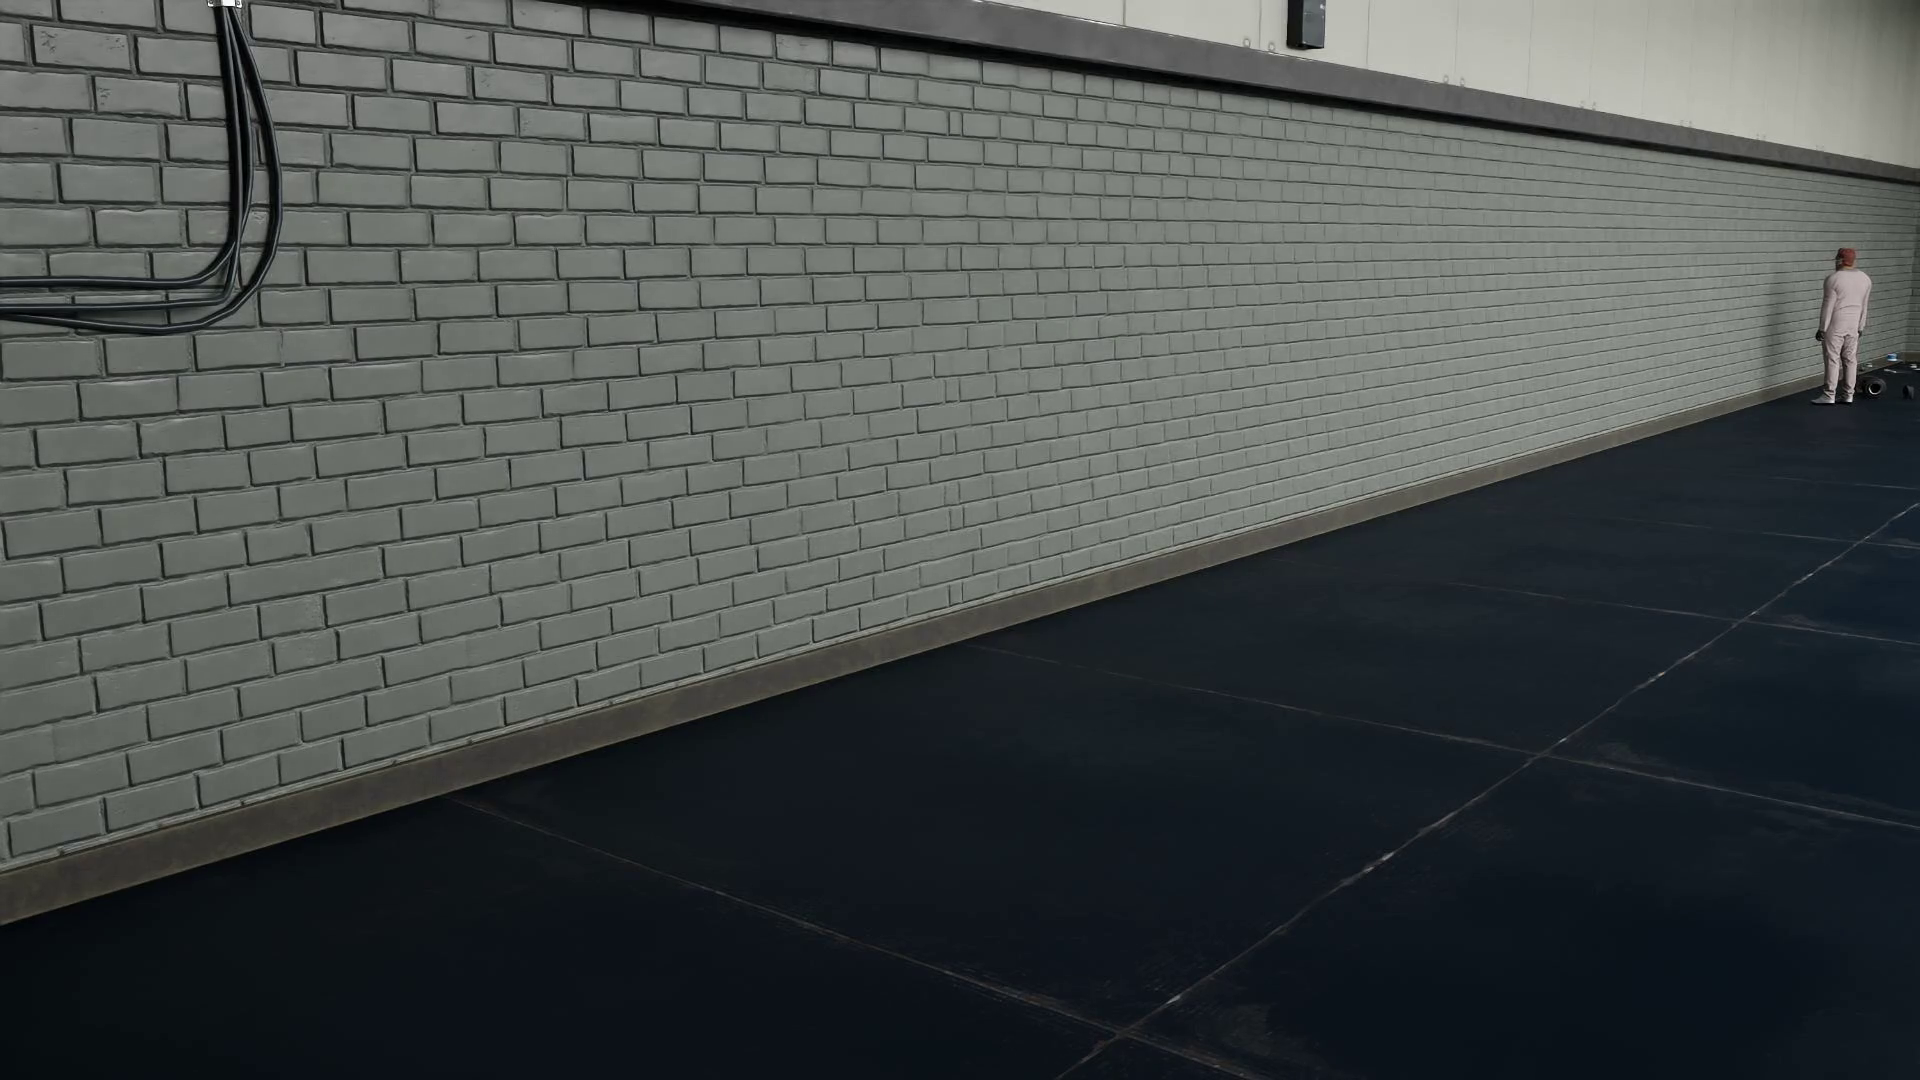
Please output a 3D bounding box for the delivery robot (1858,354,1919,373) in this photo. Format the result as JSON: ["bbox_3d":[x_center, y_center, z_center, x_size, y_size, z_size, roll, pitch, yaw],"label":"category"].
[{"bbox_3d":[11.944,-2.268,21.334,0.698,0.223,0.335,2,10,11],"label":"delivery robot"}]

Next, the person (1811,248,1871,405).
[{"bbox_3d":[10.740,-2.604,20.316,0.653,1.904,0.405,-3,11,-16],"label":"person"}]
